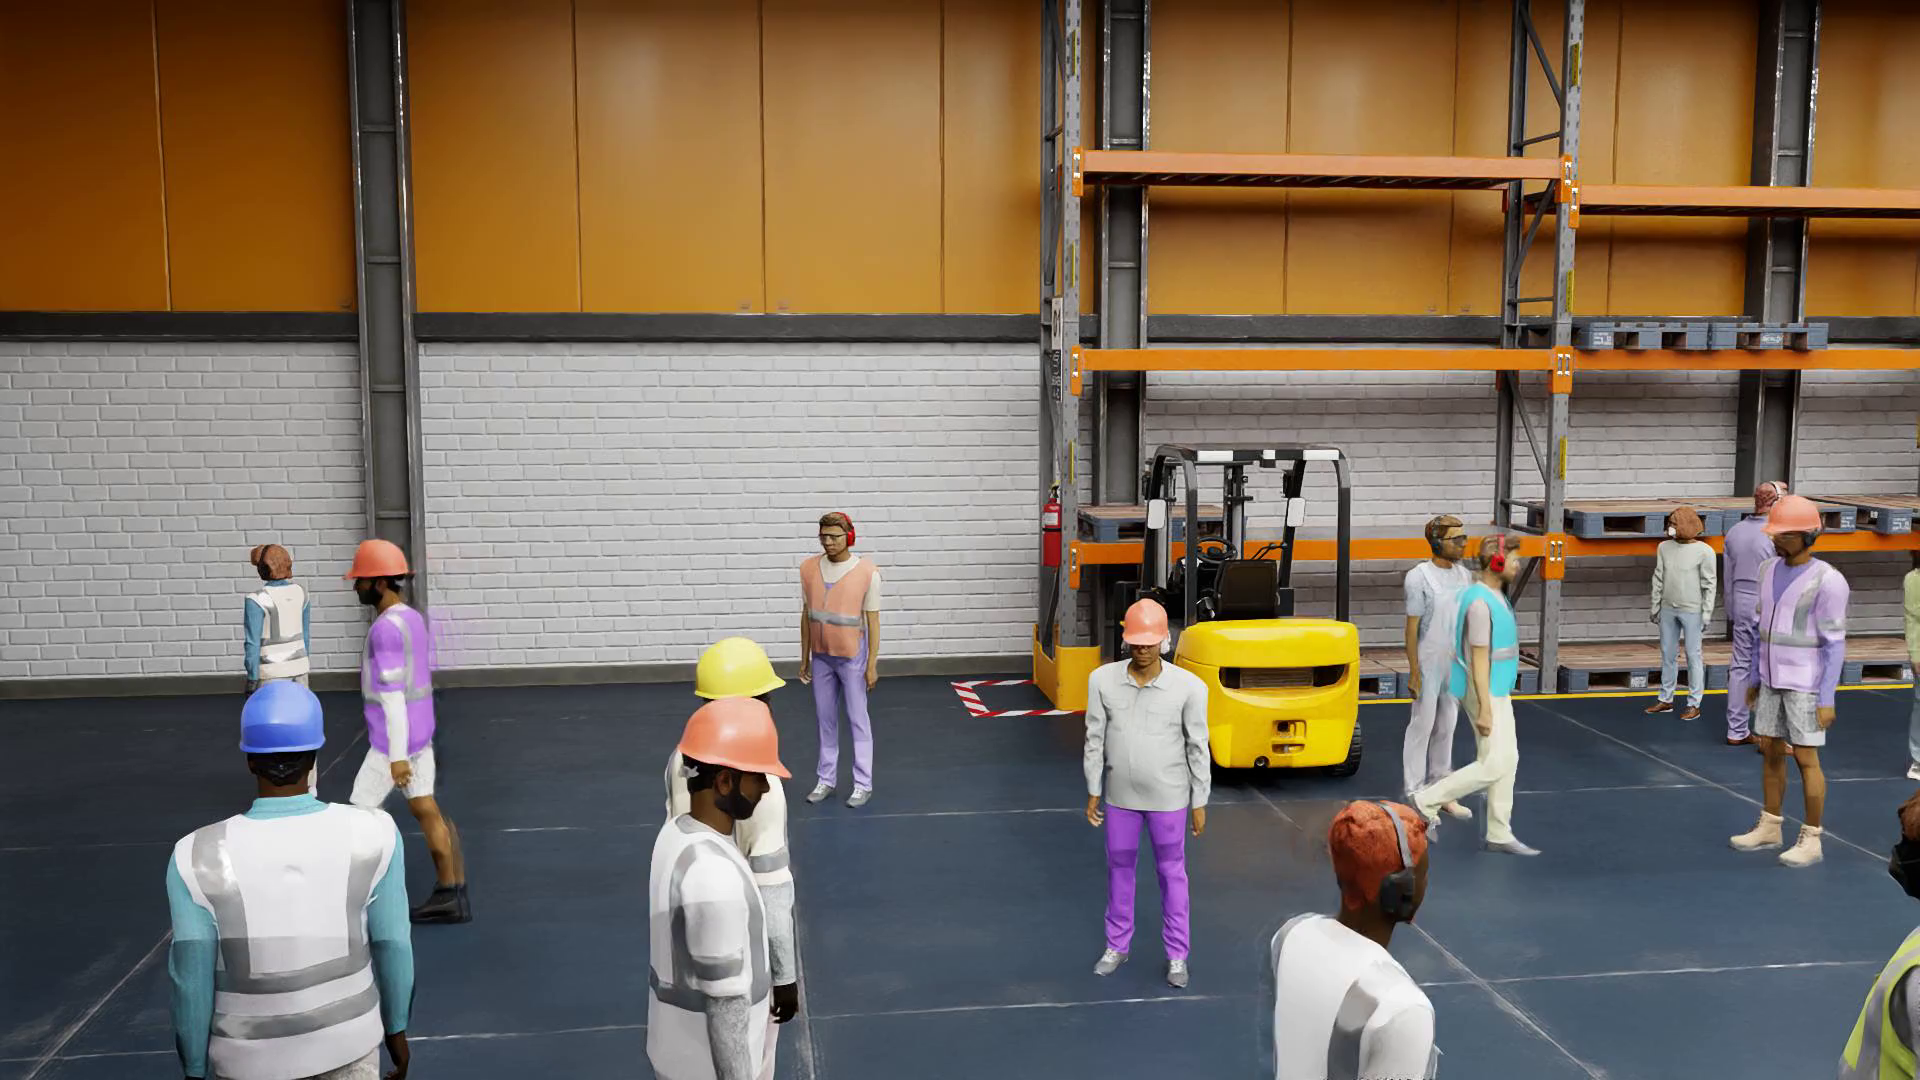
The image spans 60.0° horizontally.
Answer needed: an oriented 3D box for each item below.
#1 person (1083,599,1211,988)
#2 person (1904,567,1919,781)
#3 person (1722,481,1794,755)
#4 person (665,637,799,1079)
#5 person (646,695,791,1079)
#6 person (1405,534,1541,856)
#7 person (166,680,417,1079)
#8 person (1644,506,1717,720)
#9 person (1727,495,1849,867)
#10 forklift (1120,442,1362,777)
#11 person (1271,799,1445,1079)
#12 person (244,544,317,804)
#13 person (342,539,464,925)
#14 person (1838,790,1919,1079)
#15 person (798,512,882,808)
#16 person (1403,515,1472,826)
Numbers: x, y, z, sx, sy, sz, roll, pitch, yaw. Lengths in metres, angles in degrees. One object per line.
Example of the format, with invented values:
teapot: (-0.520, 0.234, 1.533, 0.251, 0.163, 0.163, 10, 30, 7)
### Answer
person: (0.819, 1.116, 7.381, 0.577, 1.740, 0.378, 3, 7, 25)
person: (6.482, 0.723, 10.883, 0.696, 1.719, 0.386, -1, 7, -8)
person: (5.659, 0.540, 11.666, 0.405, 1.911, 0.636, -2, 7, -16)
person: (-0.702, 1.262, 5.247, 0.364, 1.930, 0.588, -6, 9, -42)
person: (-0.624, 1.364, 4.372, 0.383, 1.927, 0.543, -2, 7, -21)
person: (2.882, 0.866, 9.247, 0.636, 1.818, 0.574, 3, 7, 27)
person: (-1.778, 1.343, 4.464, 0.614, 1.946, 0.389, -4, 8, -30)
person: (5.518, 0.555, 12.728, 0.281, 1.631, 0.504, -4, 8, -32)
person: (4.554, 0.764, 9.148, 0.403, 2.041, 0.611, -2, 7, -13)
forklift: (1.912, 0.418, 11.496, 1.214, 2.155, 2.313, -1, 7, -8)
person: (0.774, 1.484, 3.673, 0.844, 1.857, 0.583, -2, 7, -17)
person: (-4.201, 0.837, 10.283, 0.317, 1.629, 0.508, 2, 7, 18)
person: (-2.867, 0.950, 8.077, 0.917, 1.901, 0.577, 0, 7, -1)
person: (2.244, 1.470, 3.815, 0.430, 1.845, 0.624, 6, 9, 43)
person: (-0.733, 0.732, 10.324, 0.560, 1.837, 0.389, 4, 7, 29)
person: (2.865, 0.769, 9.934, 0.506, 1.847, 0.345, -4, 8, -33)
